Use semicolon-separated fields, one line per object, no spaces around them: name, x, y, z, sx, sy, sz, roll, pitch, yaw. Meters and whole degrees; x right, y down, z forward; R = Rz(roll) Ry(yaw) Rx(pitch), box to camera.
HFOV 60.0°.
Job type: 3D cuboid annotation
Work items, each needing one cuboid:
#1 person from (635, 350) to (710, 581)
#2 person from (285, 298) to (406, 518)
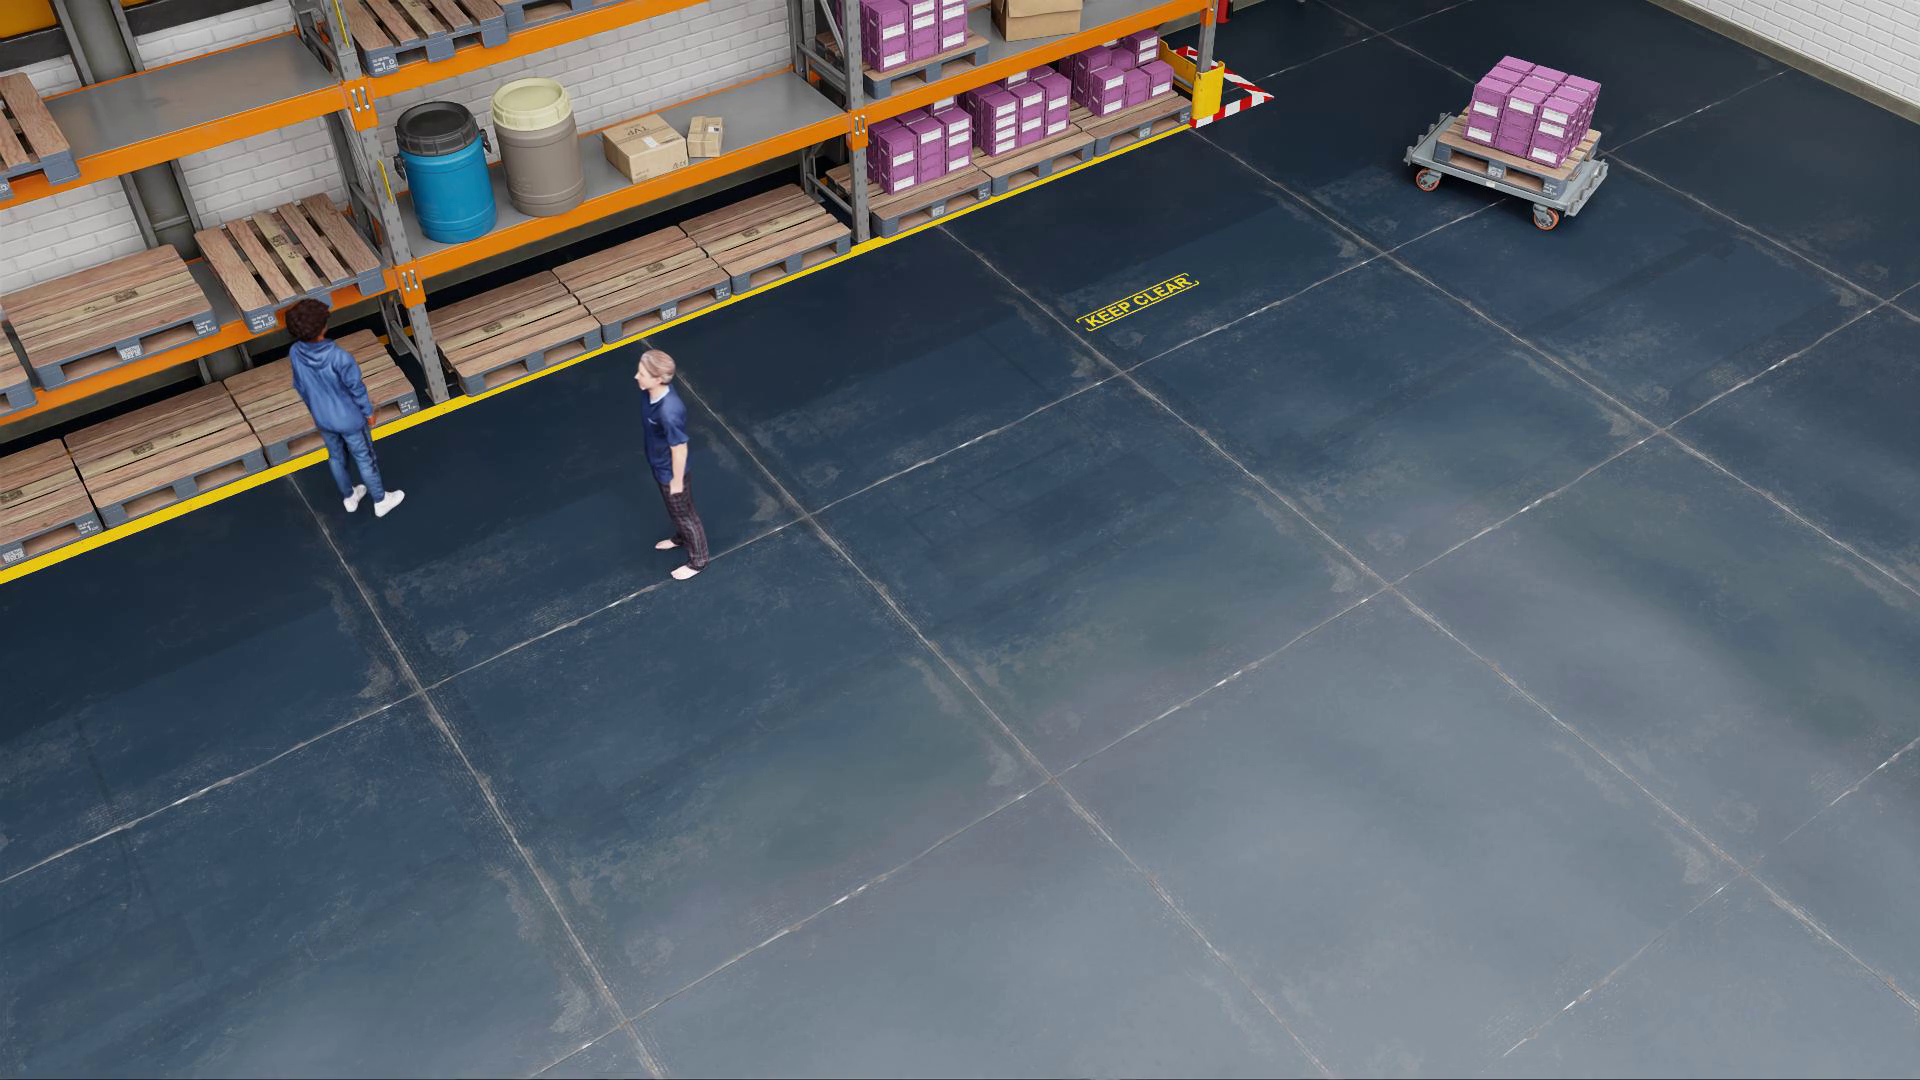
person;-1.970;-0.529;11.339;0.613;1.871;0.705;-17;46;-17
person;-4.414;-0.926;11.801;0.746;1.809;0.787;10;44;10
